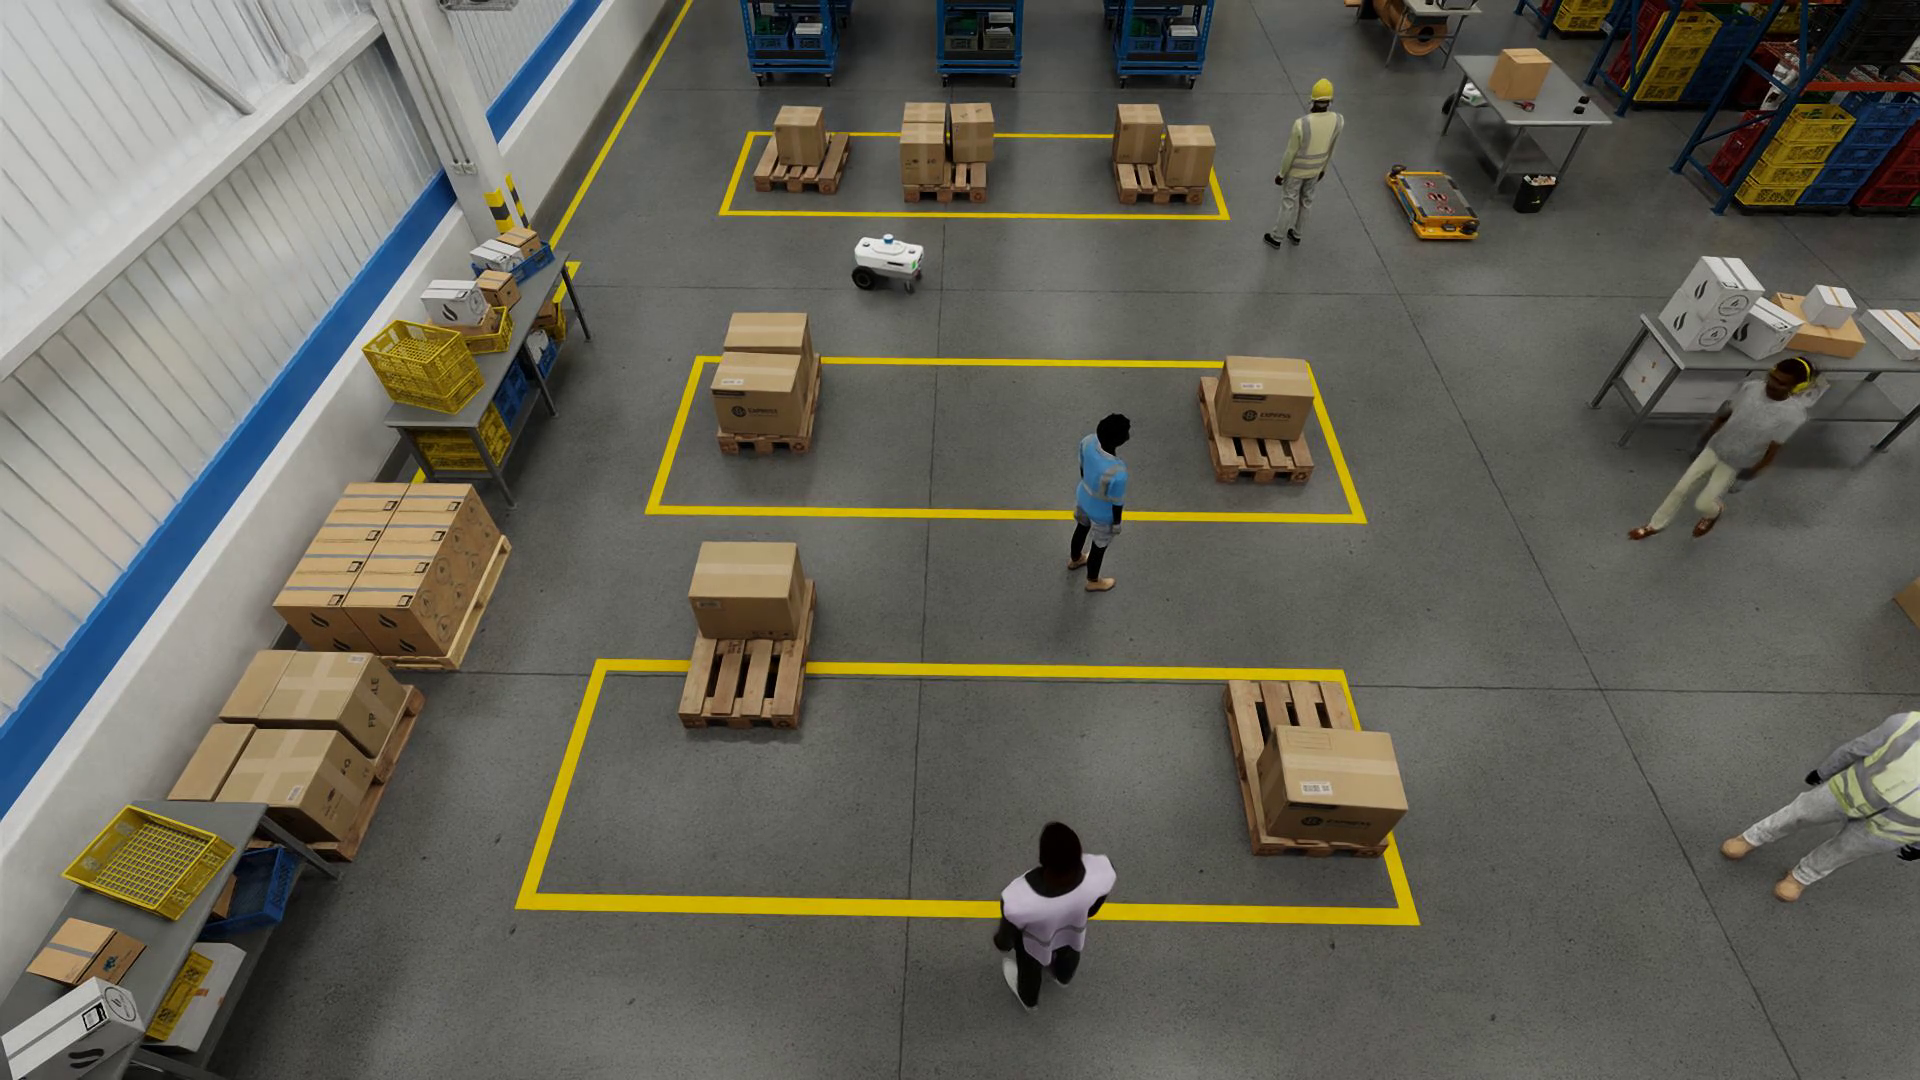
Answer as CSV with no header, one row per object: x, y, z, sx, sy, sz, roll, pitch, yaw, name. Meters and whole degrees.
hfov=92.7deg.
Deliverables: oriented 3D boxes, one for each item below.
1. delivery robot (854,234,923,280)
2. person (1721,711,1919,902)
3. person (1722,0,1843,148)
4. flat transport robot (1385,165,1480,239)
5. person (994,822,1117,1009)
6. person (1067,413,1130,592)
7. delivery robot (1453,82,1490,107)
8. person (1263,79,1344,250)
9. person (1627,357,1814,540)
-0.762,-3.072,9.927,0.707,0.478,0.477,11,50,10,delivery robot
5.166,1.512,5.178,0.430,1.839,0.626,-25,54,-20,person
10.202,-5.675,11.370,0.356,1.883,0.572,28,55,22,person
5.692,-4.094,11.059,0.652,0.197,1.431,1,49,1,flat transport robot
0.468,1.978,4.723,0.596,1.915,0.375,-17,51,-14,person
1.044,-0.267,6.809,0.316,1.696,0.540,-20,52,-16,person
7.142,-6.141,12.584,0.707,0.478,0.477,-24,53,-20,delivery robot
3.747,-4.070,10.019,0.586,1.823,0.403,-11,50,-9,person
5.925,-0.647,7.045,0.567,1.846,0.523,-14,51,-12,person
